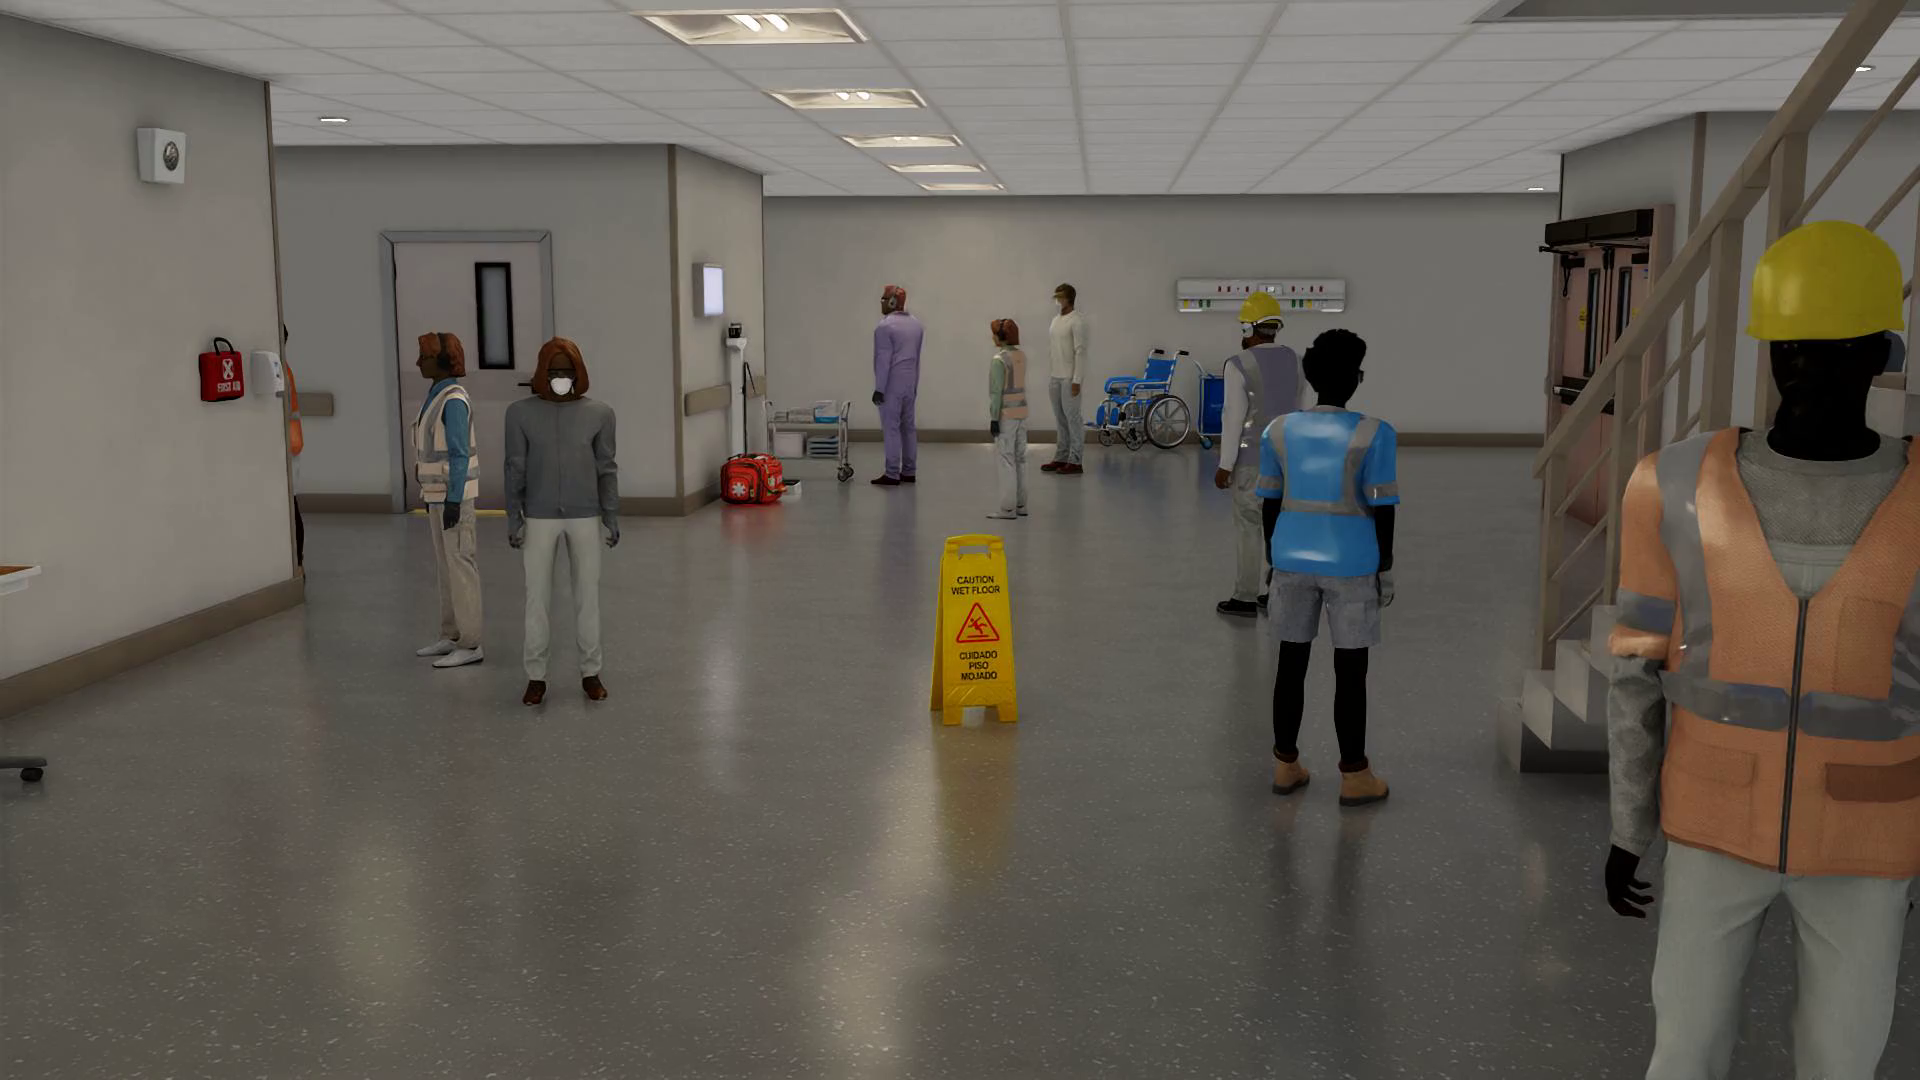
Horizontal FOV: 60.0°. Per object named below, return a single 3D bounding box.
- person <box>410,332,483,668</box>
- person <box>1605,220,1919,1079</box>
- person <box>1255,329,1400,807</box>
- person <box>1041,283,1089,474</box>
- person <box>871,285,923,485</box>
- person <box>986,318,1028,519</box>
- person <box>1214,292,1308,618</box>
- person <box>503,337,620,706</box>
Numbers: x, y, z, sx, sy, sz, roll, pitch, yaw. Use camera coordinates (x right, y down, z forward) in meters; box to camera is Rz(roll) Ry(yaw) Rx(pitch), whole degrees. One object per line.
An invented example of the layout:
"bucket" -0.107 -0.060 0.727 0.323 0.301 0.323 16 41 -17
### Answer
"person" -2.519 -0.200 8.182 0.307 1.641 0.513 -5 10 -30
"person" 1.342 0.465 2.681 0.589 1.927 0.388 5 10 29
"person" 1.313 0.098 5.955 0.535 1.697 0.322 7 11 38
"person" 1.079 -1.640 16.965 0.369 1.938 0.631 -4 9 -25
"person" -0.633 -1.484 15.989 0.409 1.911 0.651 6 10 33
"person" 0.392 -0.983 13.543 0.315 1.629 0.508 5 10 29
"person" 1.684 -0.478 9.411 0.588 1.835 0.403 -5 10 -32
"person" -1.767 -0.083 7.407 0.498 1.633 0.282 -2 9 -16
